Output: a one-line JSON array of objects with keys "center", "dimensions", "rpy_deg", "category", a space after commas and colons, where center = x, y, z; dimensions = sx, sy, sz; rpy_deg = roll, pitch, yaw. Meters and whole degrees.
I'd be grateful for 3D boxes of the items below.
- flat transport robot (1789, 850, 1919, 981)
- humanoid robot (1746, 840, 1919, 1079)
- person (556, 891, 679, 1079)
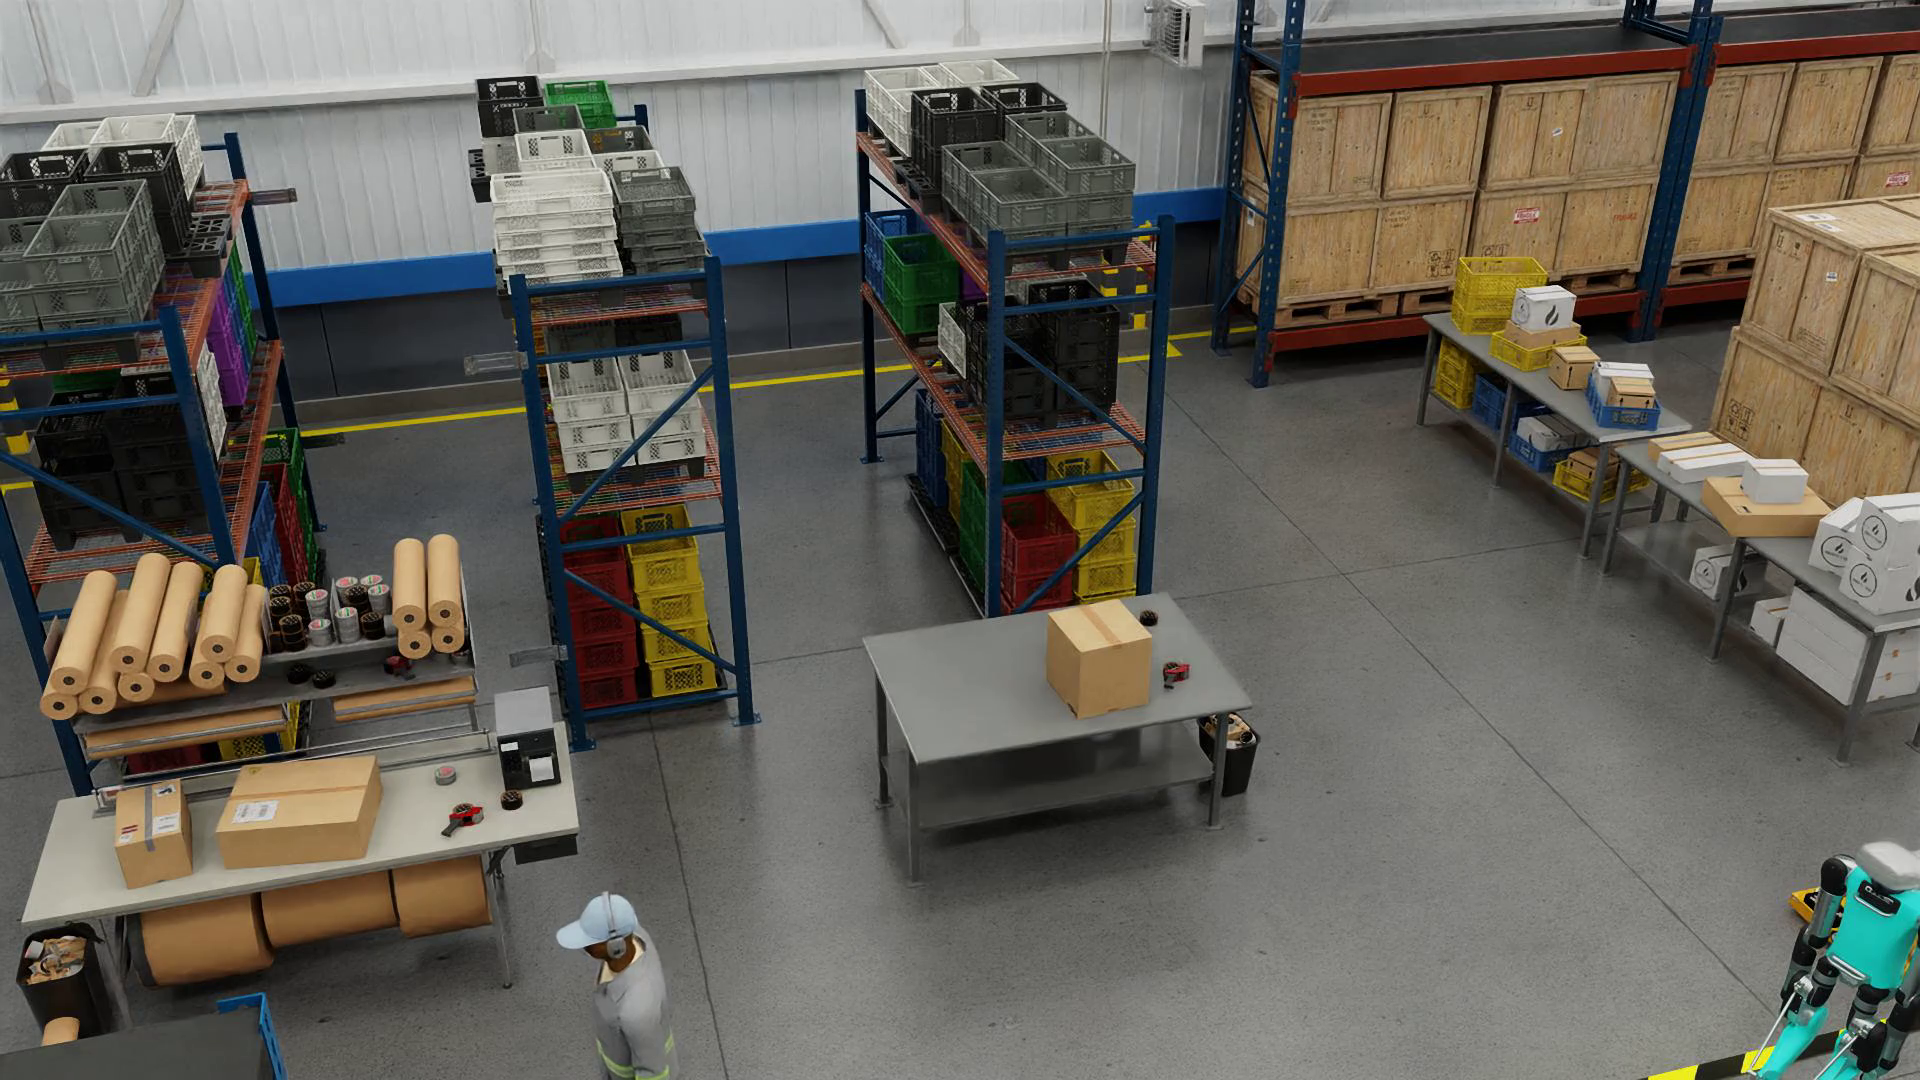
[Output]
[{"center": [5.163, 1.916, 8.676], "dimensions": [1.431, 0.231, 0.659], "rpy_deg": [-8, 30, -14], "category": "flat transport robot"}, {"center": [3.504, 2.019, 6.829], "dimensions": [0.735, 1.672, 0.533], "rpy_deg": [-16, 33, -27], "category": "humanoid robot"}, {"center": [-1.319, 2.138, 6.627], "dimensions": [0.394, 1.850, 0.598], "rpy_deg": [-9, 30, -16], "category": "person"}]
